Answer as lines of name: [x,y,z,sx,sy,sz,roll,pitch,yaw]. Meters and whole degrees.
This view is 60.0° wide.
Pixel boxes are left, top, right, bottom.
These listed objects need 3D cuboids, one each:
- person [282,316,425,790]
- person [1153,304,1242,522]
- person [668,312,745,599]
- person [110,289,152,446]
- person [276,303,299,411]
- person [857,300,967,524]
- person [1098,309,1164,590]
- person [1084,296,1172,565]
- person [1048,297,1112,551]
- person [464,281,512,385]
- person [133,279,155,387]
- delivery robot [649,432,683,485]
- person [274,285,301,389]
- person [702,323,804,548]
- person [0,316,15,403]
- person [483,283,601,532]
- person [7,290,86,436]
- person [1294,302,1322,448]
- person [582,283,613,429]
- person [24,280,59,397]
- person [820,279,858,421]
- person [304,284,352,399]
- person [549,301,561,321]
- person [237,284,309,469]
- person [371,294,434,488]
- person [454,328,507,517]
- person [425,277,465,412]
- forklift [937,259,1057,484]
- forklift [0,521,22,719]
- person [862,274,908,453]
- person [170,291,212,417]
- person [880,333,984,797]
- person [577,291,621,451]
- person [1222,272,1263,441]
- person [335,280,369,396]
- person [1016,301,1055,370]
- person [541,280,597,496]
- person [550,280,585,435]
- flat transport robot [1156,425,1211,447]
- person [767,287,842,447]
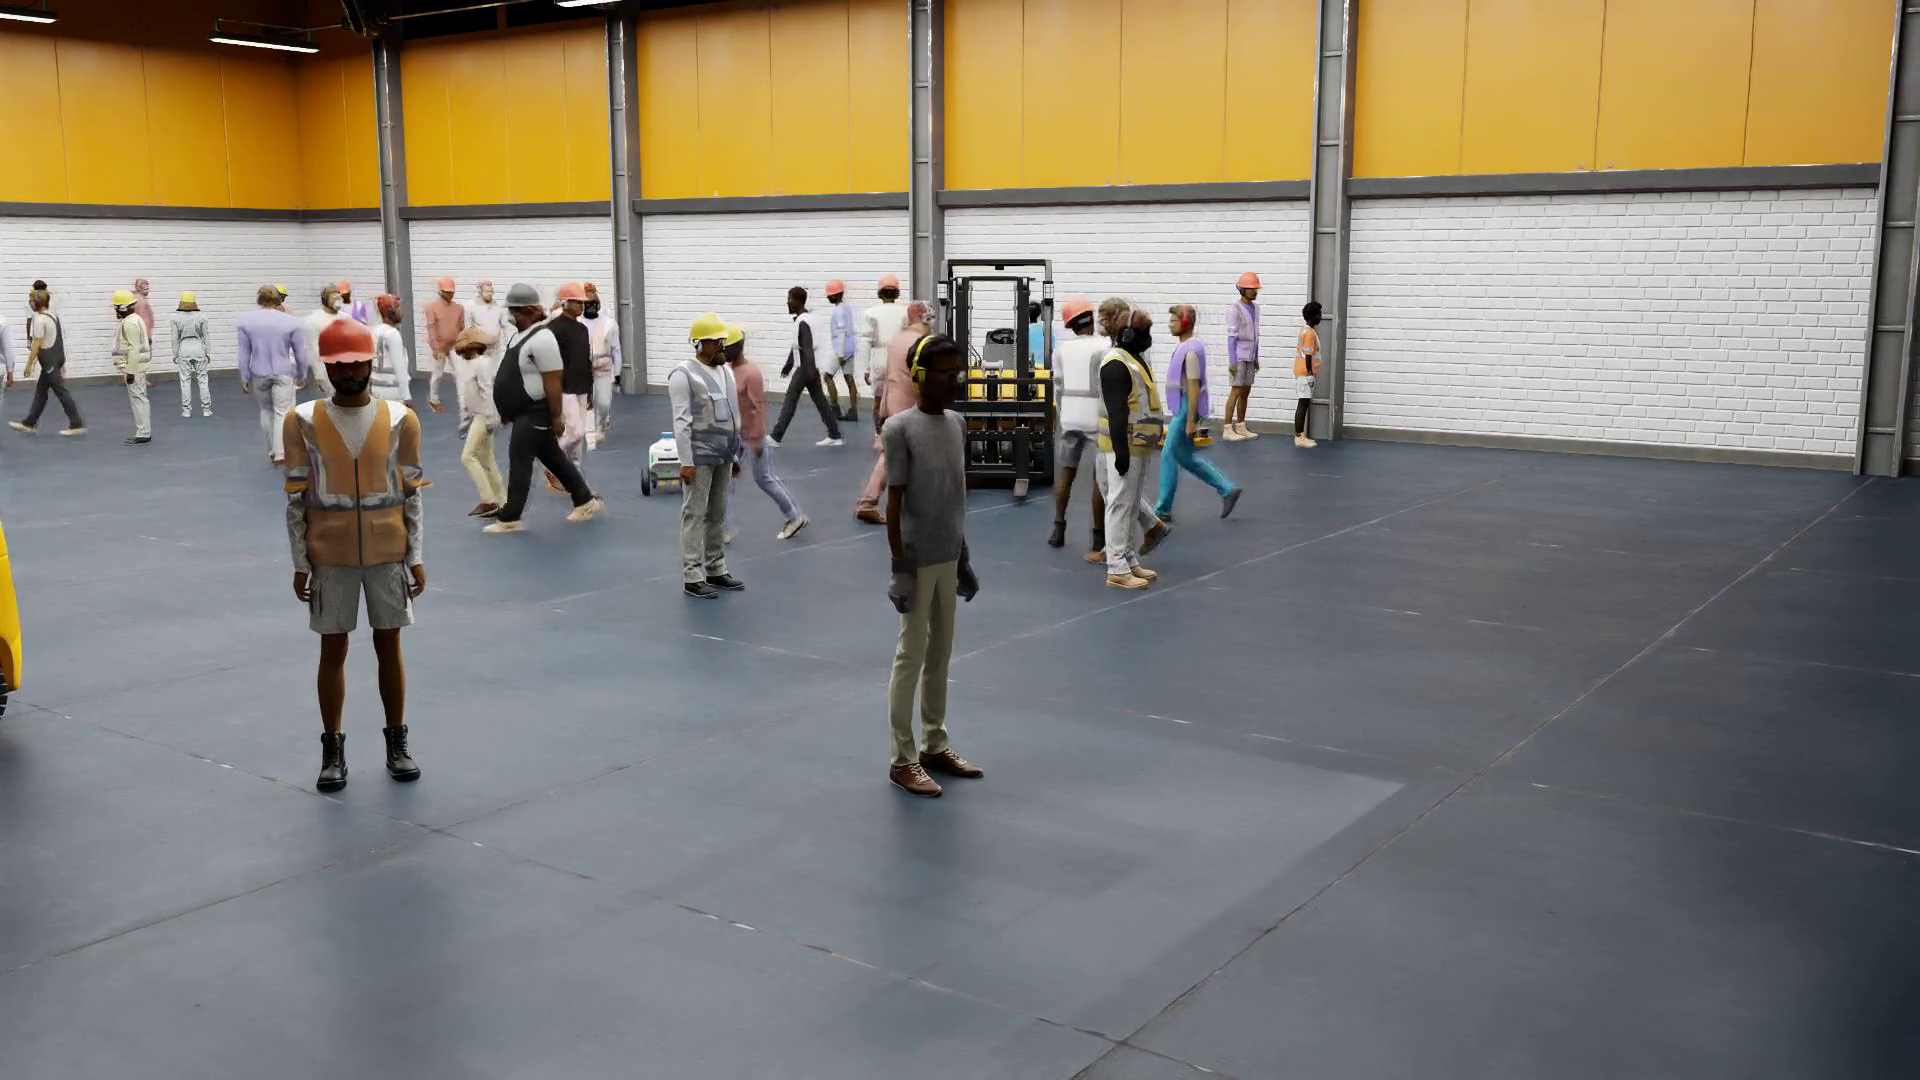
person: [-2.474,0.054,6.848,0.542,1.938,0.357,-4,10,-24]
person: [1.908,-1.039,13.715,0.808,1.819,0.575,1,10,3]
person: [-1.615,-0.551,10.760,0.404,1.835,0.586,5,11,28]
person: [-9.713,-2.017,19.503,0.403,1.828,0.598,-3,10,-20]
person: [-9.027,-2.351,22.087,0.546,1.612,0.649,-4,10,-20]
person: [-0.412,-1.062,13.778,1.017,1.851,0.700,-3,10,-19]
person: [1.139,-0.606,11.067,0.429,1.843,0.627,3,10,18]
person: [1.168,-0.756,11.729,0.506,1.918,0.643,2,10,11]
person: [0.954,-0.861,12.456,0.627,1.892,0.395,7,12,37]
person: [-6.841,-2.792,24.014,0.676,1.881,0.664,9,13,43]
person: [-14.056,-3.549,28.561,0.401,1.860,0.847,-8,12,-40]
delivery robot: [-2.732,-0.765,15.559,0.477,0.478,0.707,-2,10,-10]
person: [-11.382,-3.393,27.913,0.523,1.760,0.325,3,10,16]
person: [-1.610,-0.810,12.690,0.886,1.712,0.574,-9,13,-43]
person: [-11.000,-1.917,18.734,0.592,1.878,1.010,-6,12,-34]
person: [-3.390,-1.109,13.469,0.990,2.000,0.690,-4,10,-24]
person: [-11.273,-2.157,20.409,0.948,1.795,0.532,-2,10,-10]
person: [4.043,-1.921,19.345,0.317,1.693,0.535,2,10,10]
person: [-4.735,-2.353,21.352,0.576,1.882,0.355,-4,11,-25]
person: [-14.520,-3.183,26.364,0.507,1.861,0.316,-8,12,-39]
person: [-1.654,-2.533,22.343,0.648,1.905,0.601,2,10,13]
person: [-6.599,-1.759,17.724,0.806,1.908,0.648,5,11,29]
person: [-5.759,-2.619,23.796,0.322,1.603,0.760,-5,11,-29]
person: [-7.192,-1.722,17.511,0.648,1.909,0.861,-1,10,-9]
person: [-5.399,-1.366,15.554,0.793,1.858,0.580,-5,11,-30]
person: [-4.037,-0.972,13.988,0.418,1.594,0.583,-4,10,-22]
person: [-7.260,-2.734,23.478,0.635,1.945,1.008,-8,12,-40]
forklift: [0.370,-1.738,16.759,1.214,2.155,2.313,1,10,3]
forklift: [-5.296,-0.090,6.943,1.214,2.155,2.313,7,12,35]
person: [-0.782,-1.943,18.526,0.621,2.013,0.803,-1,10,-3]
person: [-10.697,-2.586,23.146,0.493,1.743,0.298,-5,11,-26]
person: [-0.108,0.094,6.810,0.329,1.873,0.508,7,12,35]
person: [-4.235,-1.959,19.214,0.632,1.821,0.746,-2,10,-13]
person: [3.423,-2.193,19.968,0.419,2.035,0.608,9,13,41]
person: [-9.495,-3.097,25.823,0.572,1.884,0.887,-5,11,-29]
person: [0.925,-2.100,20.444,0.539,1.679,0.706,-2,10,-9]
person: [-3.530,-1.360,15.134,0.430,1.981,0.643,3,10,19]
person: [-4.794,-2.247,20.616,0.585,1.917,0.382,-7,12,-35]
flat transport robot: [2.155,-1.233,19.469,1.431,0.197,0.652,6,11,30]
person: [-1.853,-2.005,19.345,1.025,1.858,0.598,0,10,-1]
